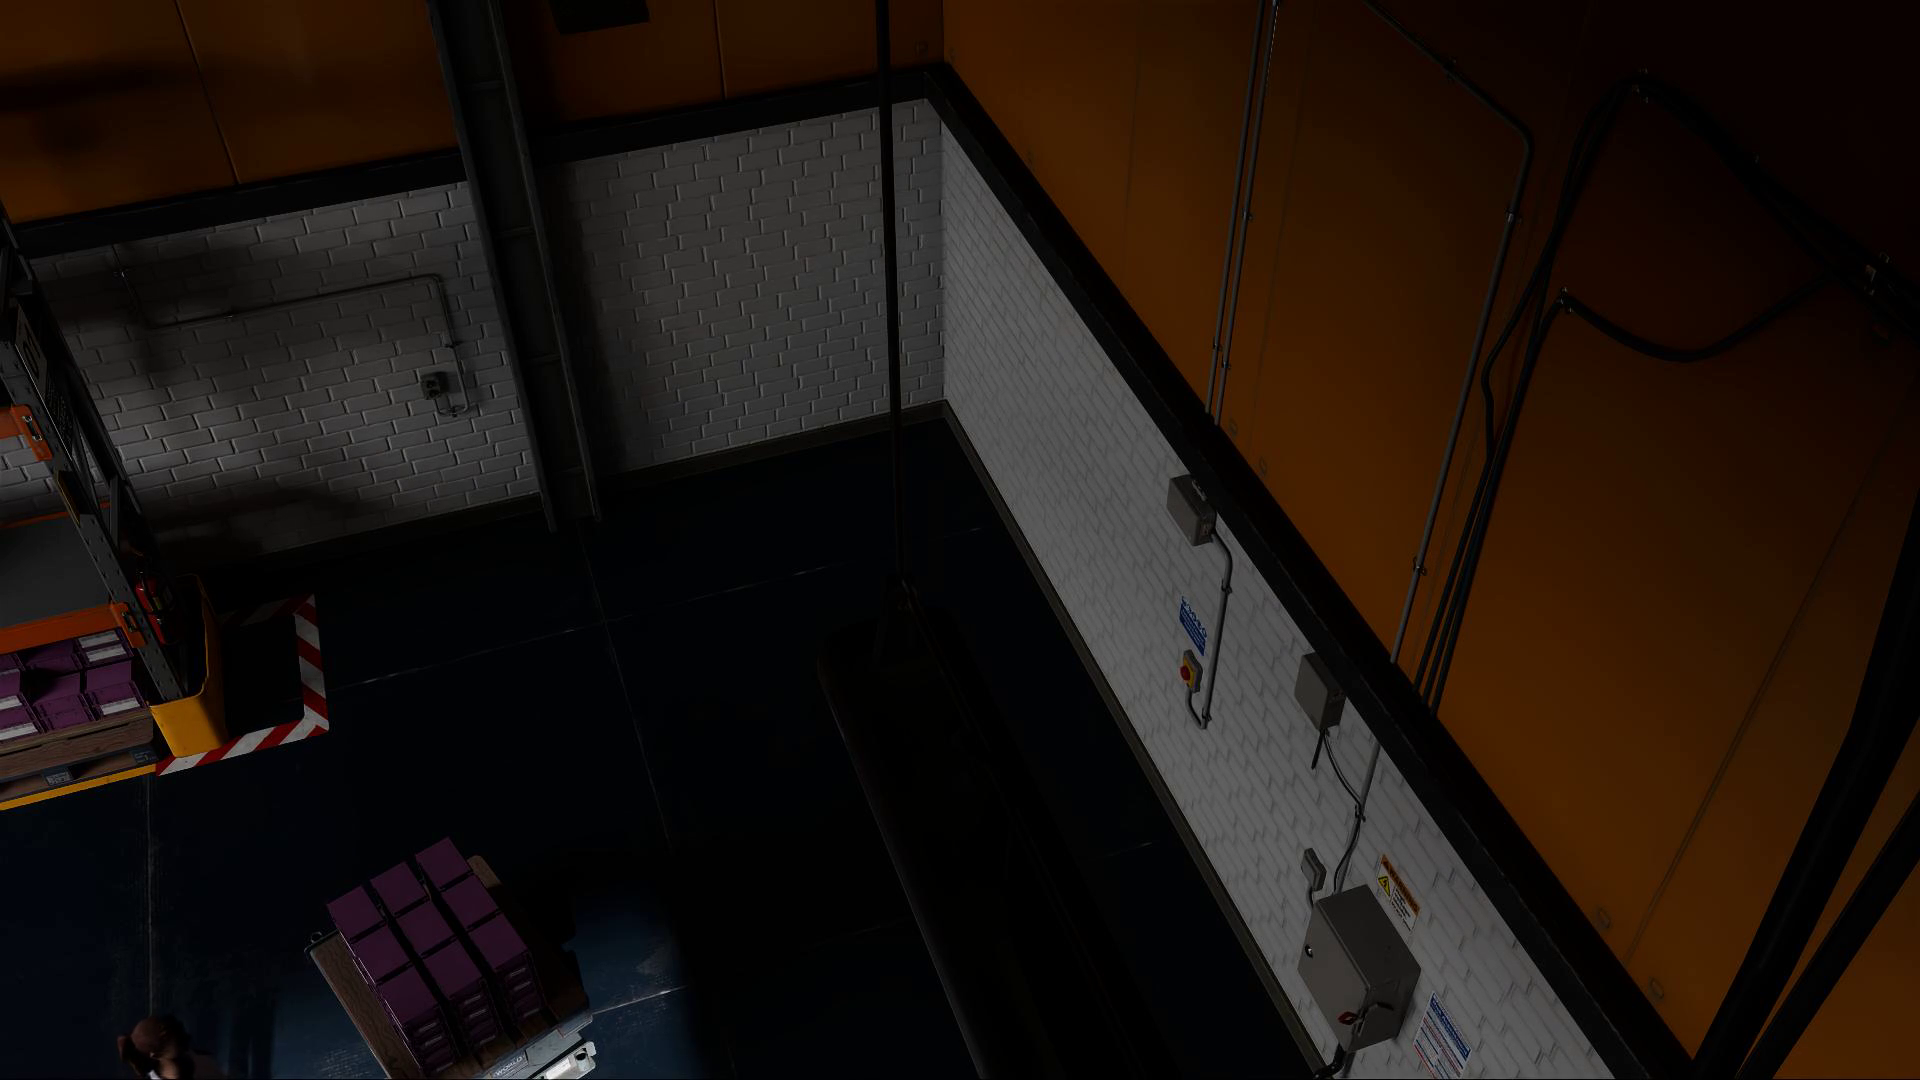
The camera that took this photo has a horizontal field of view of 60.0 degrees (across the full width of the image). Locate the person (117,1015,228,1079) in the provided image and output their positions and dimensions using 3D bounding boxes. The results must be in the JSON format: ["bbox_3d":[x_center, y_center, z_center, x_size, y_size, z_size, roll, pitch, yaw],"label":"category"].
[{"bbox_3d":[-3.579,2.797,7.933,0.656,1.765,0.658,-31,52,-29],"label":"person"}]
